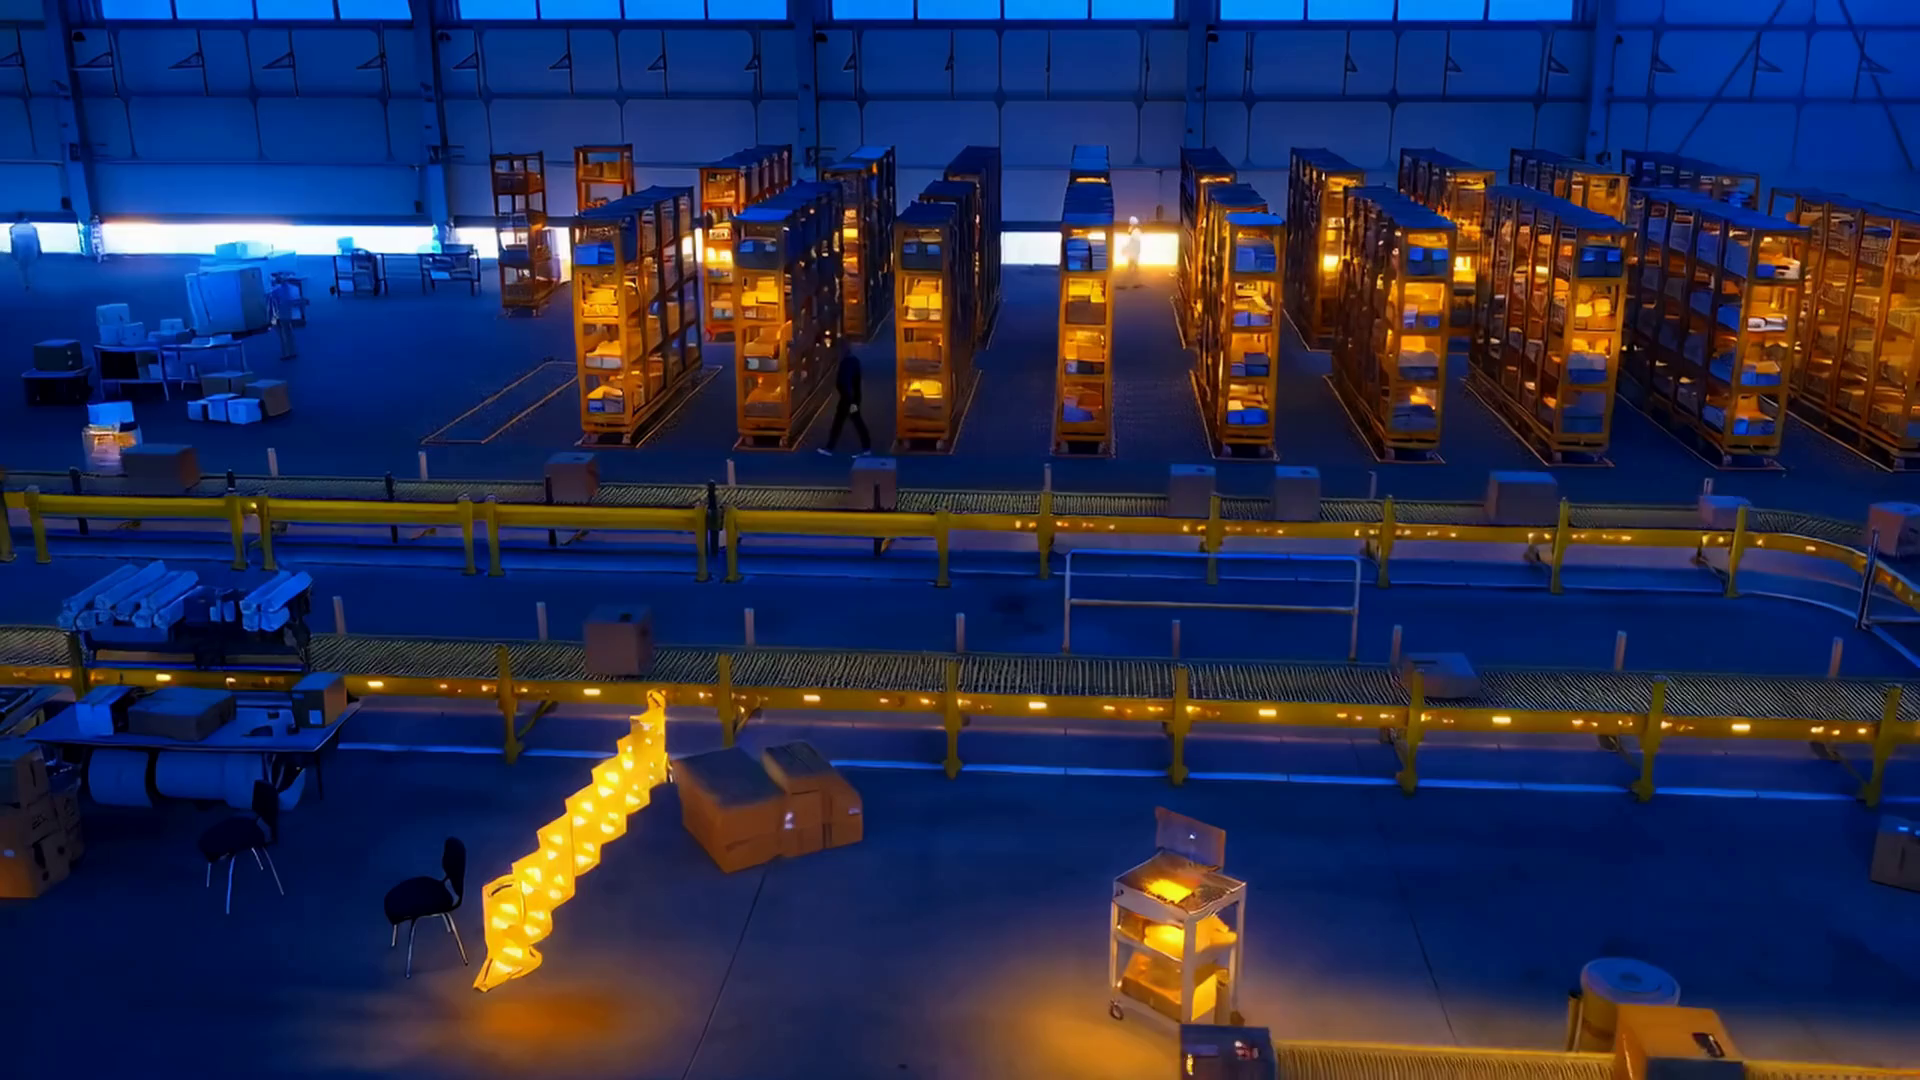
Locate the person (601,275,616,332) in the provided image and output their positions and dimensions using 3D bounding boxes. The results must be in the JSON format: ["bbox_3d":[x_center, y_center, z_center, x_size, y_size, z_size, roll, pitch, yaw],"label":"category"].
[{"bbox_3d":[-6.603,-4.137,31.683,0.457,1.828,0.595,-3,18,-10],"label":"person"}]

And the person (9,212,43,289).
[{"bbox_3d":[-23.178,-7.204,41.338,0.670,1.880,0.772,-7,19,-21],"label":"person"}]

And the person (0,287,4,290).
[{"bbox_3d":[-24.061,-6.961,40.875,0.914,1.696,0.495,1,18,2],"label":"person"}]

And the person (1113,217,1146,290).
[{"bbox_3d":[4.211,-7.076,41.093,0.922,1.784,0.604,-3,18,-9],"label":"person"}]

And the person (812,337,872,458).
[{"bbox_3d":[-1.796,-2.167,25.370,0.952,1.860,0.678,2,18,6],"label":"person"}]

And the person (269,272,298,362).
[{"bbox_3d":[-13.285,-4.370,32.568,0.338,1.744,0.560,7,19,21],"label":"person"}]
